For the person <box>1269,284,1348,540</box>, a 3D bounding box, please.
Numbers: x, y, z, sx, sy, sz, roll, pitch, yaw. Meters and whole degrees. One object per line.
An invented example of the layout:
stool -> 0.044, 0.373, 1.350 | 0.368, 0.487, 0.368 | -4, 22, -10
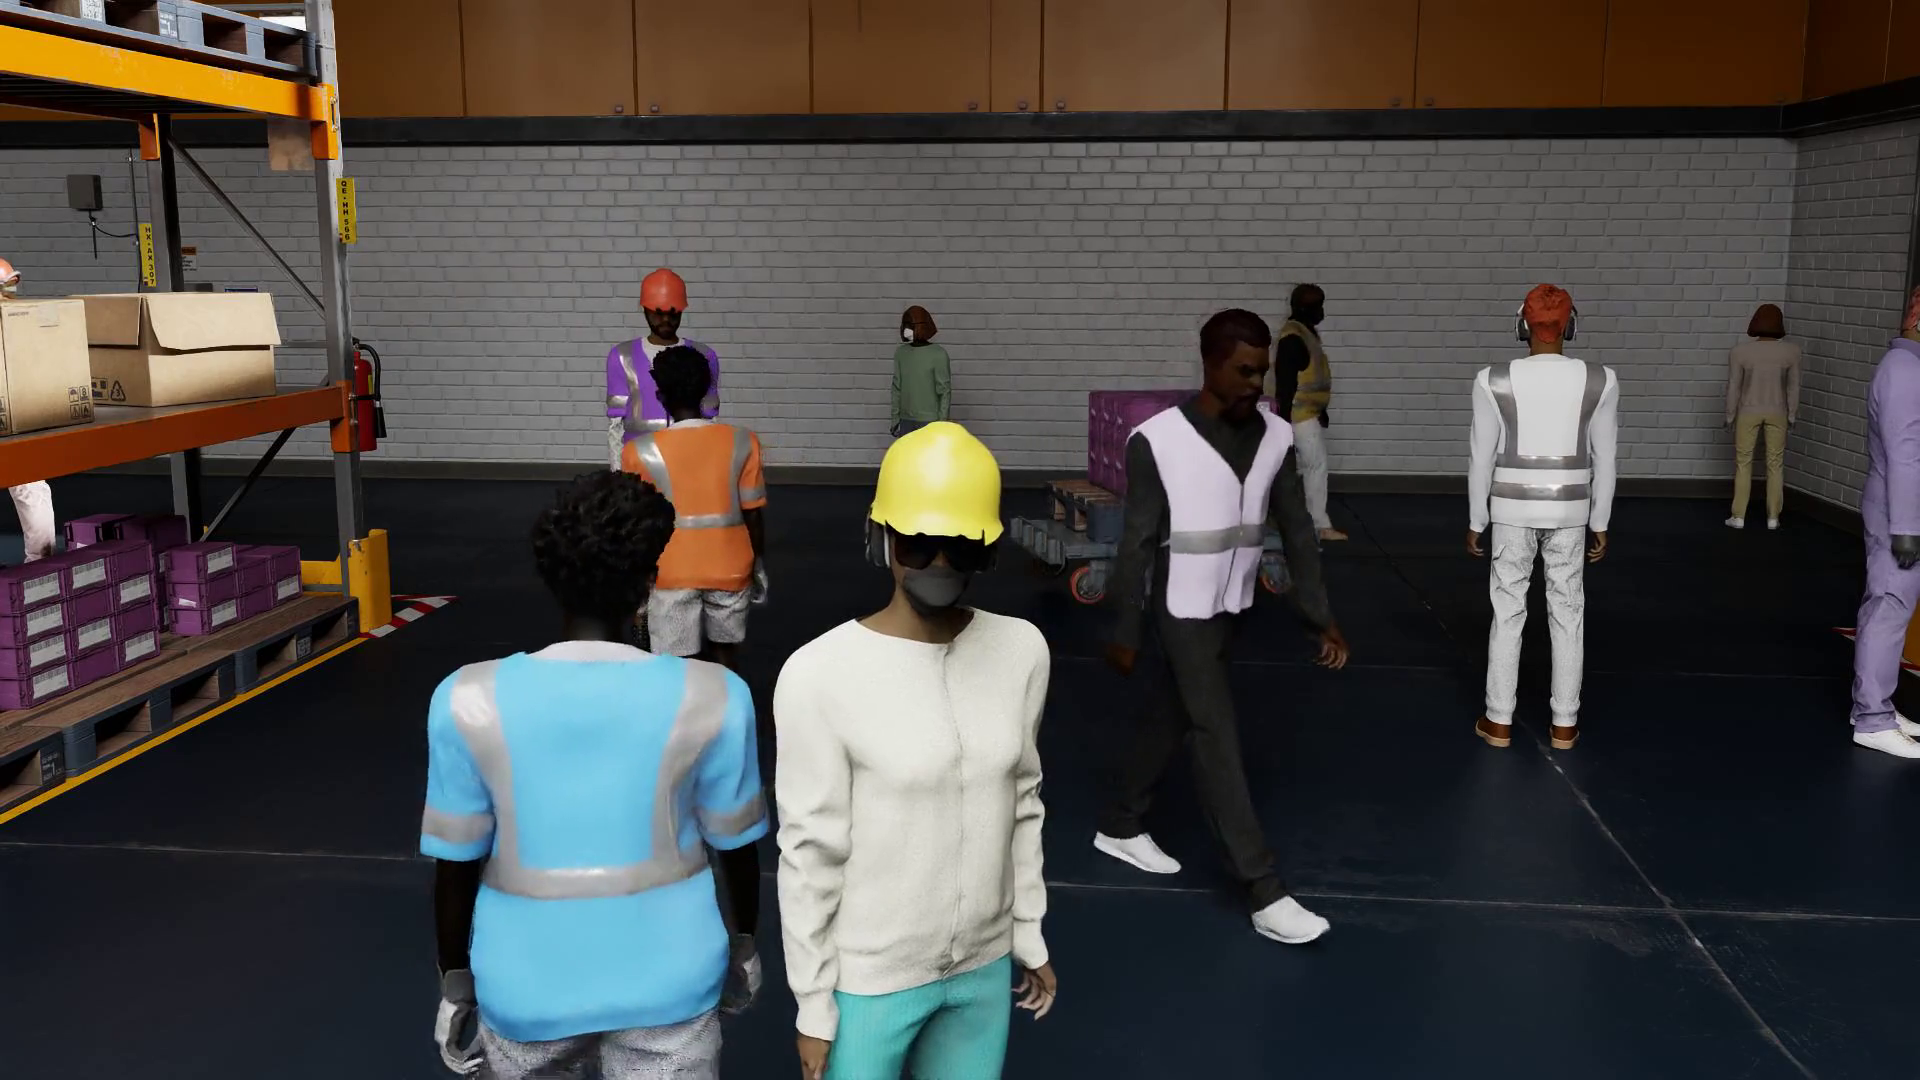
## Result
person -> 2.317, -0.882, 11.604 | 0.803, 1.806, 0.651 | 2, 10, 9

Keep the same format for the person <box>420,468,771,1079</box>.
person -> -0.583, 0.718, 2.755 | 0.546, 1.673, 0.516 | -1, 10, -6

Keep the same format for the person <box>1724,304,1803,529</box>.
person -> 5.804, -0.887, 12.055 | 0.497, 1.633, 0.285 | 2, 10, 14

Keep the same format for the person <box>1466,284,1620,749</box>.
person -> 2.344, -0.086, 6.745 | 0.573, 1.887, 0.356 | 2, 10, 11

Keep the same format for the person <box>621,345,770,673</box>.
person -> -0.995, 0.121, 6.134 | 0.542, 1.673, 0.608 | -4, 11, -23

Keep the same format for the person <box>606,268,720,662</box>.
person -> -1.410, -0.327, 7.986 | 0.544, 1.936, 0.359 | -3, 10, -17

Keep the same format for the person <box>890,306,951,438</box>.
person -> -0.286, -0.826, 11.708 | 0.507, 1.631, 0.266 | 8, 13, 38

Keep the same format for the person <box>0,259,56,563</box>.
person -> -5.624, -0.681, 9.869 | 0.394, 1.985, 0.611 | -4, 11, -20

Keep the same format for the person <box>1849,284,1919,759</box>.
person -> 3.855, -0.090, 6.730 | 0.407, 1.903, 0.639 | 6, 11, 29

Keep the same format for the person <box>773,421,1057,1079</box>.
person -> -0.052, 0.687, 2.672 | 0.526, 1.765, 0.329 | -7, 12, -37

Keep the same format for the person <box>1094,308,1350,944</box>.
person -> 0.765, 0.229, 5.064 | 0.610, 1.852, 1.045 | -8, 12, -37
